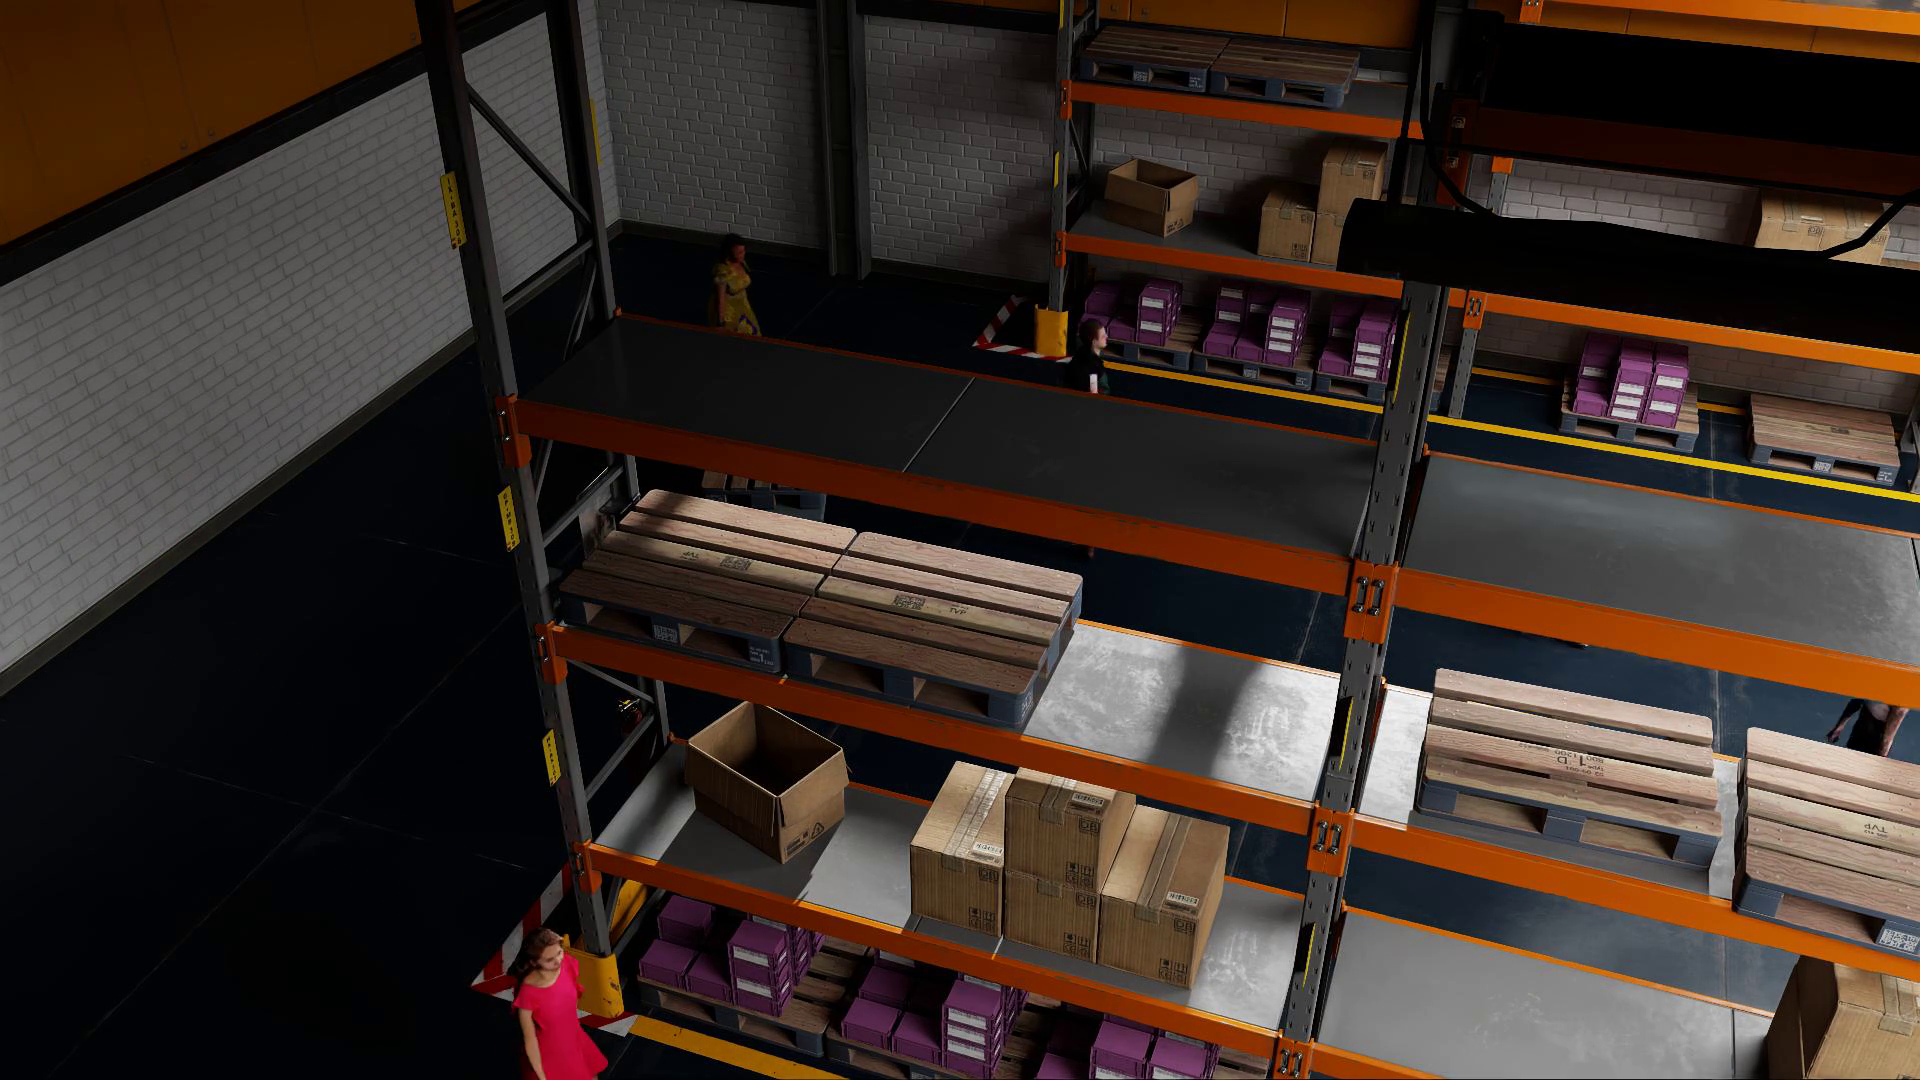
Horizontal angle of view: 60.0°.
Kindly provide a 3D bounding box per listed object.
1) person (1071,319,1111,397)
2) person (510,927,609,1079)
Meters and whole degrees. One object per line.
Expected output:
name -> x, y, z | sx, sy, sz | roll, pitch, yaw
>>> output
person -> 0.991, -0.980, 13.920 | 1.246, 1.806, 0.928 | 0, 34, -1
person -> -2.181, 2.601, 8.631 | 1.031, 1.698, 0.782 | 25, 41, 32
